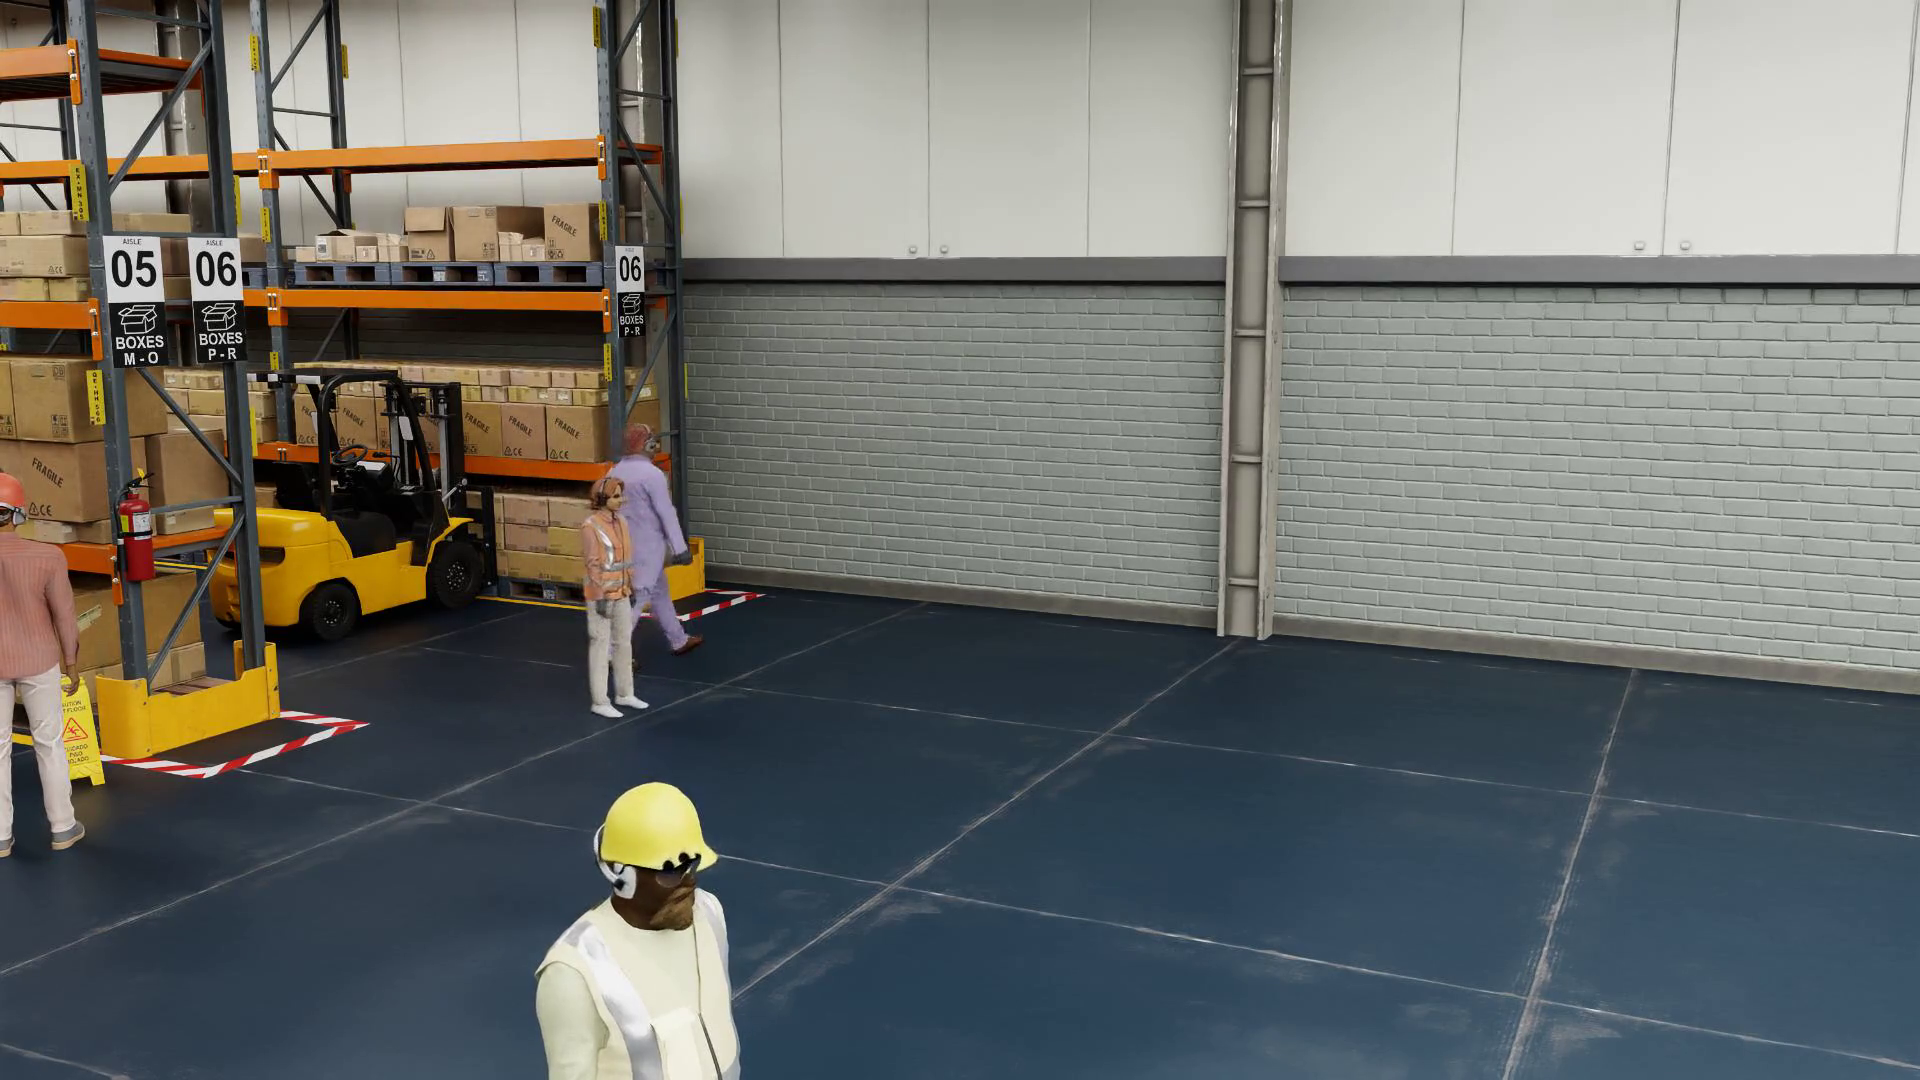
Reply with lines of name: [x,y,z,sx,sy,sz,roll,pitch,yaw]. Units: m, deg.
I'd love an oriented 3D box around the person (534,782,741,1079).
person: [-0.733,1.474,4.034,0.404,1.829,0.596,5,11,28]

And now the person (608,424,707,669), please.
person: [-2.357,0.043,12.736,0.963,1.857,0.648,-7,11,-35]

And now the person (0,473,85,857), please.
person: [-4.889,0.646,8.606,0.611,1.995,0.380,-4,10,-23]

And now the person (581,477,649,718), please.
person: [-2.372,0.386,11.305,0.343,1.638,0.519,4,10,21]
